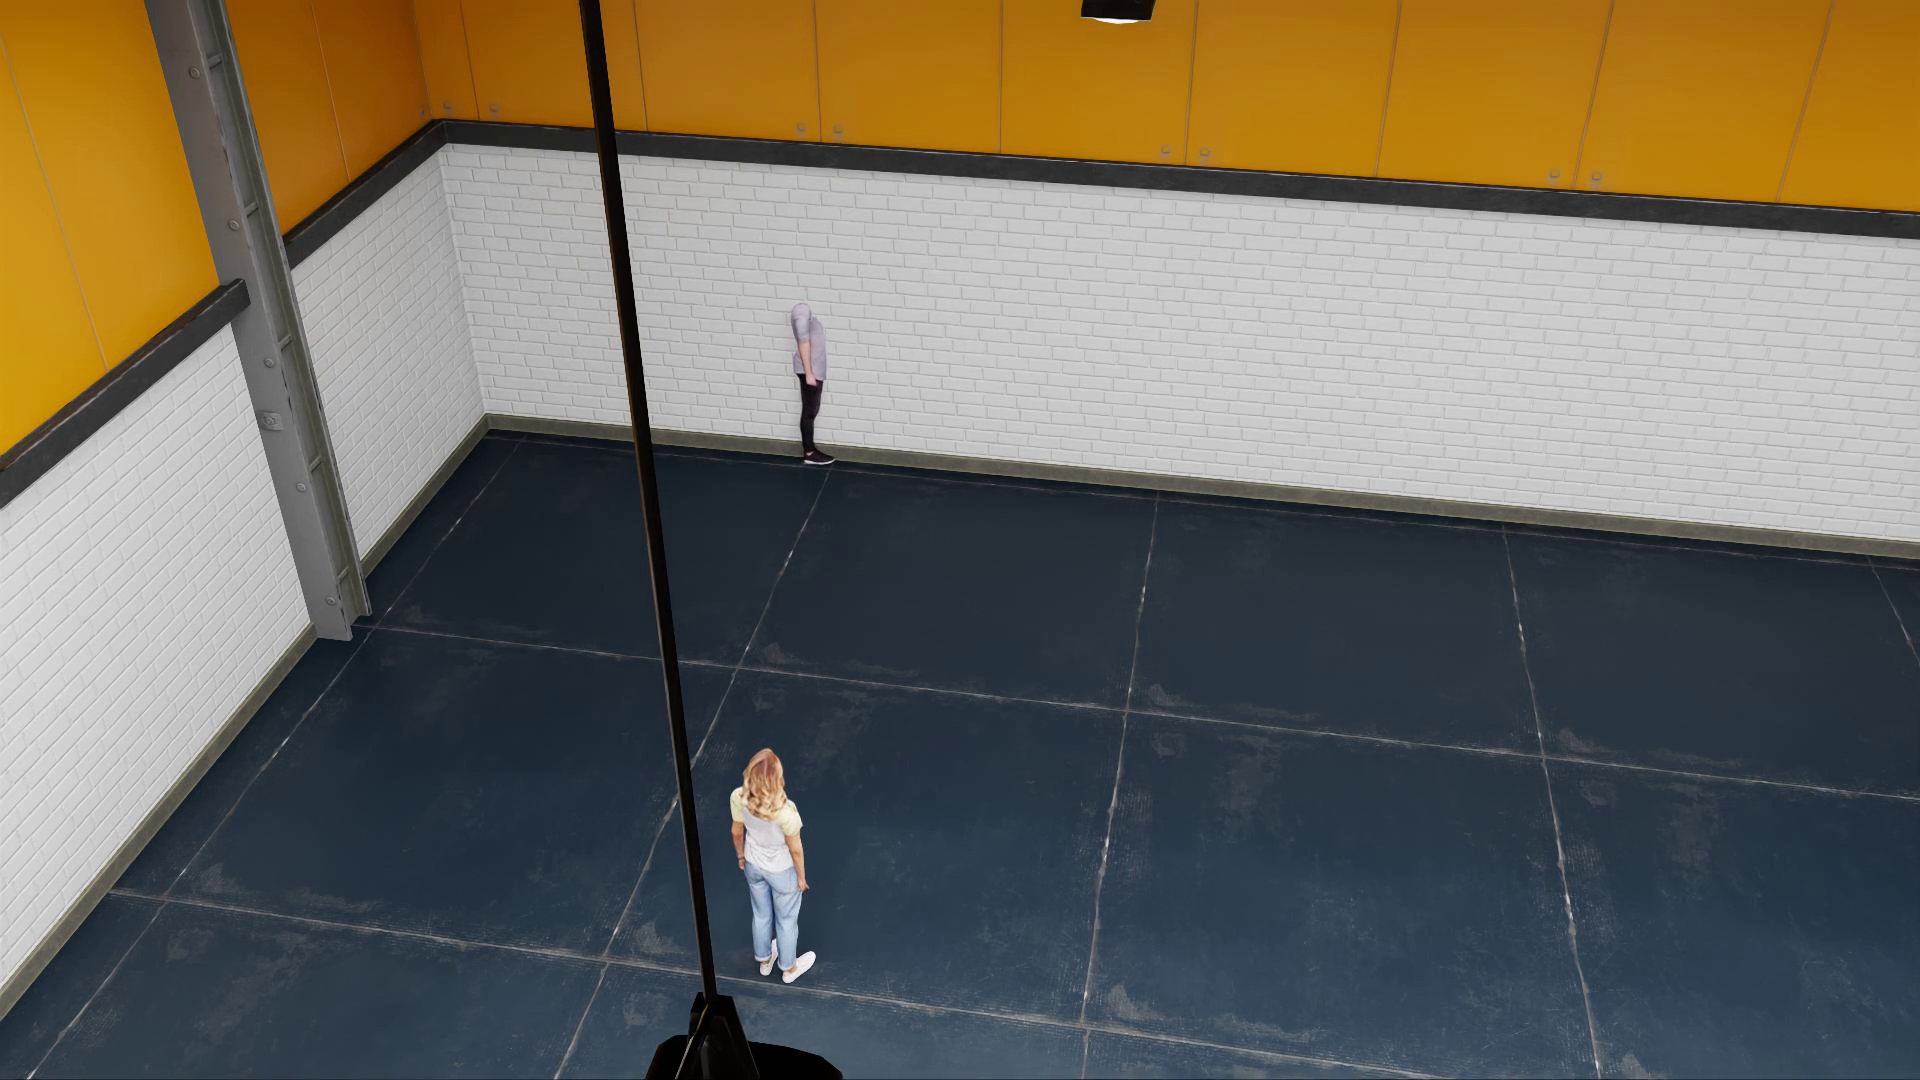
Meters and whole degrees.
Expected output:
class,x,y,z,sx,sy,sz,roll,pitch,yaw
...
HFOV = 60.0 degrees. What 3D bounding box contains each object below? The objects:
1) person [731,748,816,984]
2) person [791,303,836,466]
class,x,y,z,sx,sy,sz,roll,pitch,yaw
person,-1.115,1.933,9.842,0.682,1.722,0.628,15,36,21
person,-1.354,-1.580,15.026,0.755,1.835,0.569,2,34,2
